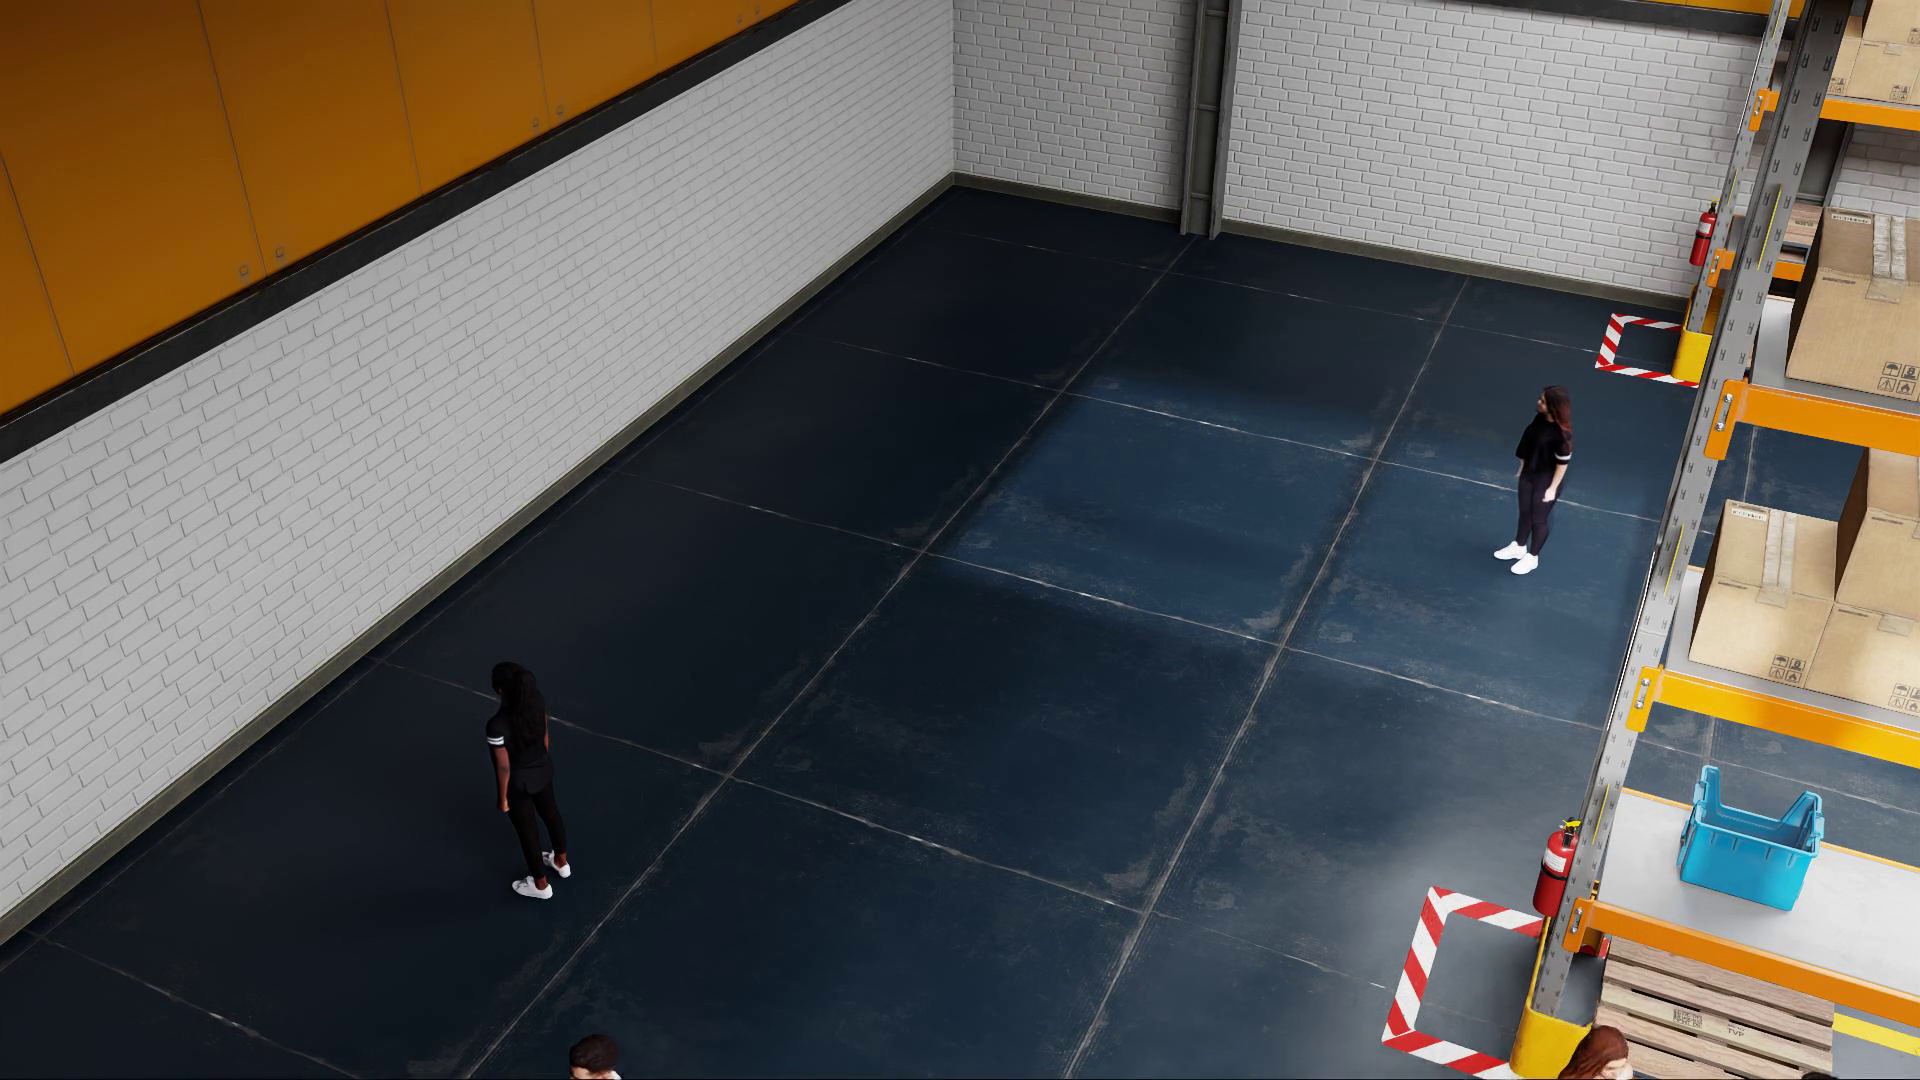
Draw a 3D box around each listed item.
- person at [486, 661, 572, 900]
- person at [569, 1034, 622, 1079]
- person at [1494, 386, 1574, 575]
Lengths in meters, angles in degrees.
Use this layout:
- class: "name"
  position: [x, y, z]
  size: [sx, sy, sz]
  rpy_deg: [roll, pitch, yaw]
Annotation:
- class: "person"
  position: [-2.595, 1.422, 9.961]
  size: [0.570, 1.729, 0.604]
  rpy_deg: [16, 37, 22]
- class: "person"
  position: [-1.500, 2.883, 7.662]
  size: [1.025, 1.841, 1.014]
  rpy_deg: [-18, 38, -25]
- class: "person"
  position: [4.516, -0.488, 12.916]
  size: [0.765, 1.639, 0.715]
  rpy_deg: [-9, 35, -13]
